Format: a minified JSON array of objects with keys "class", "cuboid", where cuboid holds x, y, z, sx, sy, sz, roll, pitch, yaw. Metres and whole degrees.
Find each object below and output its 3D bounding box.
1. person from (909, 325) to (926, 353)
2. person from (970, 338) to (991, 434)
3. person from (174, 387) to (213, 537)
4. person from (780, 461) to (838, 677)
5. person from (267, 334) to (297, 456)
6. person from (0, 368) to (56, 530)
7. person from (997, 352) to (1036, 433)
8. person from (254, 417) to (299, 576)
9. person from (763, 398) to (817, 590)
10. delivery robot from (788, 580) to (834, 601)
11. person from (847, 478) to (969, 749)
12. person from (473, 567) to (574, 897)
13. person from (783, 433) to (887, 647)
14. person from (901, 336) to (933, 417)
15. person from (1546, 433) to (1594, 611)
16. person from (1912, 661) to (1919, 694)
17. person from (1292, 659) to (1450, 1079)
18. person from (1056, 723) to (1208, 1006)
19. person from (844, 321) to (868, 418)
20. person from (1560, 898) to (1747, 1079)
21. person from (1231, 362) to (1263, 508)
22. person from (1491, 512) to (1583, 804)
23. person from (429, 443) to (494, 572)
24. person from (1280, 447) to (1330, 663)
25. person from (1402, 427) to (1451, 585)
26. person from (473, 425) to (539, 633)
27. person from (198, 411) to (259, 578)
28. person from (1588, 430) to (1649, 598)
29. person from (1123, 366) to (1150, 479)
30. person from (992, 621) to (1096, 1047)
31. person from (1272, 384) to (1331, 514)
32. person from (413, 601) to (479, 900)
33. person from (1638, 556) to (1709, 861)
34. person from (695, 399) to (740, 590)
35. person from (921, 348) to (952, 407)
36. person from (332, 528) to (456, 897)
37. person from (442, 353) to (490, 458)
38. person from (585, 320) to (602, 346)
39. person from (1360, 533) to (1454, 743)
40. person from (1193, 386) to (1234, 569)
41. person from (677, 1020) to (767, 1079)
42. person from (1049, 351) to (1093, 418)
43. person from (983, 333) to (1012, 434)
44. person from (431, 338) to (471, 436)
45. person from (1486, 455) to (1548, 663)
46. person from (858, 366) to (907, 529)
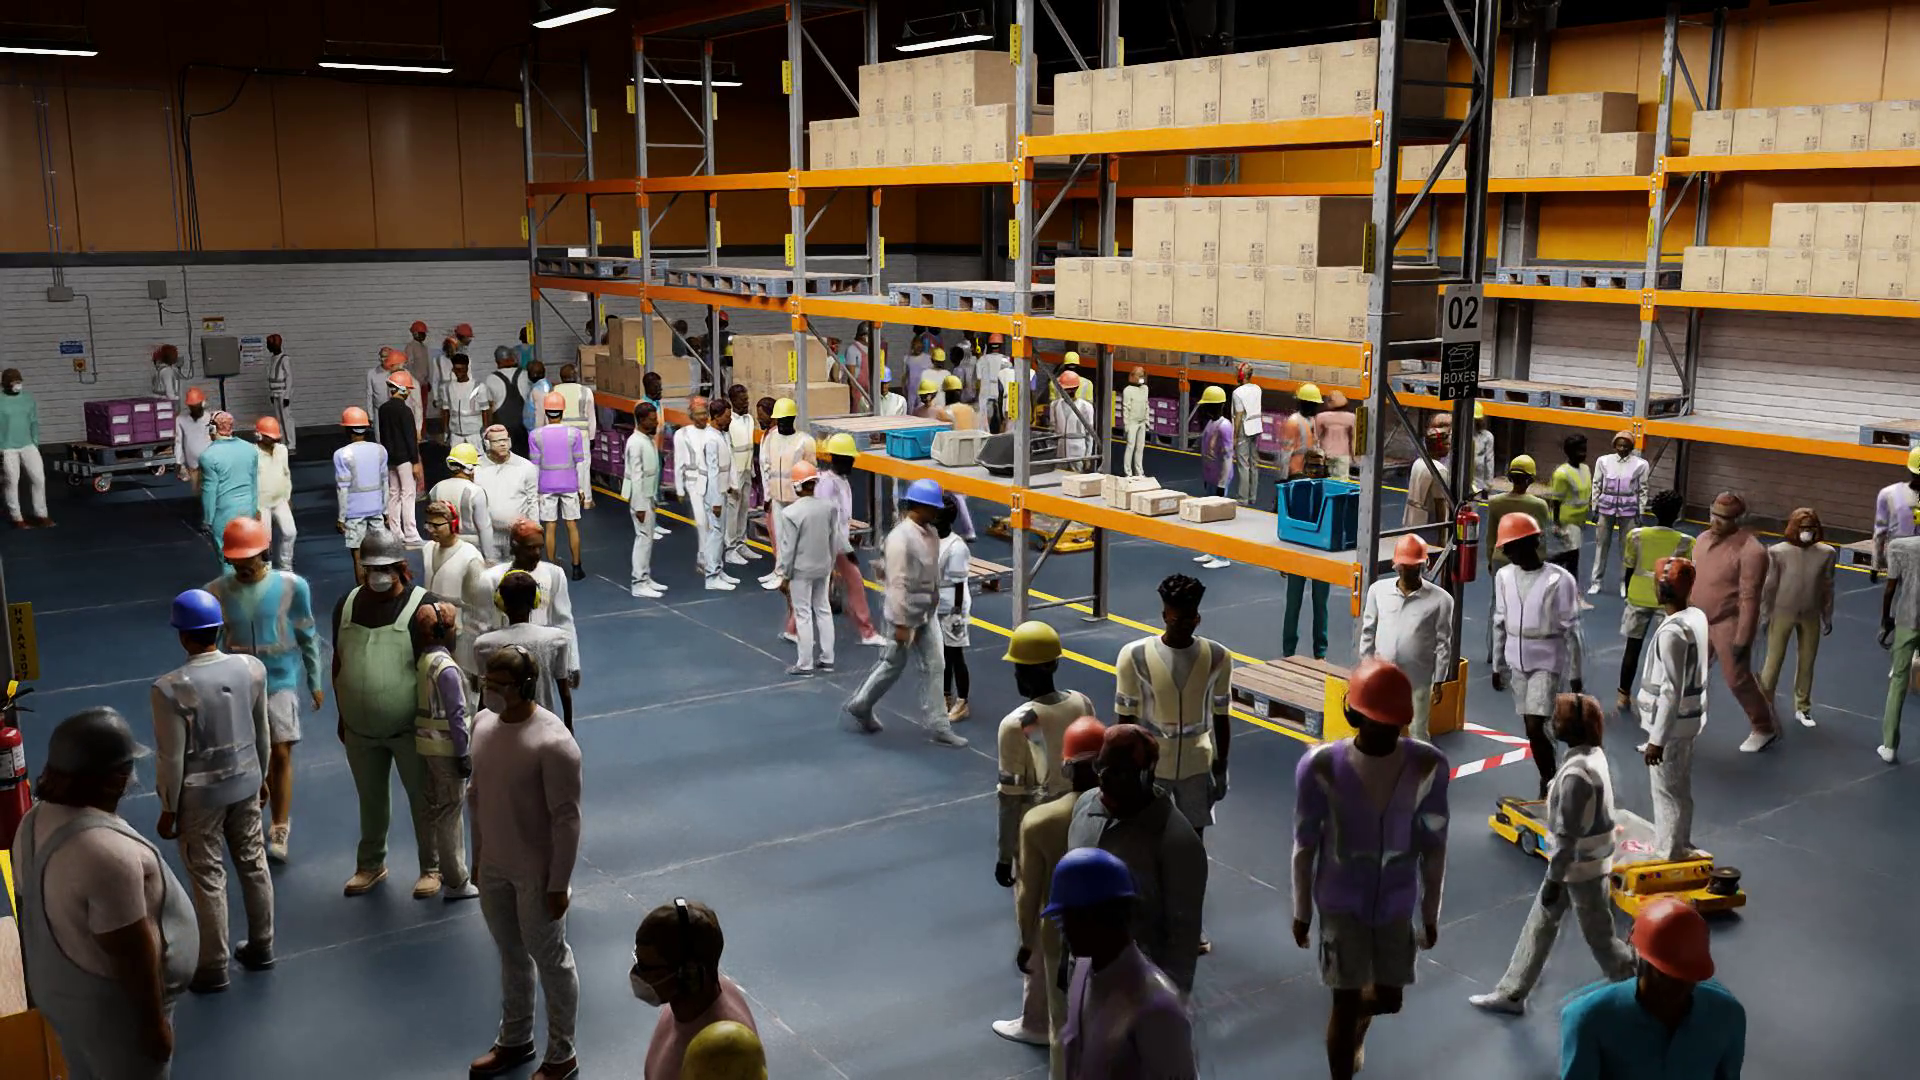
[{"class":"person","cuboid":[-0.719,-3.149,30.532,0.430,1.837,0.620,-3,12,-16]},{"class":"person","cuboid":[0.298,-2.139,25.276,0.334,1.860,0.509,3,11,15]},{"class":"person","cuboid":[-8.867,-0.944,19.485,0.556,1.727,0.766,1,11,4]},{"class":"person","cuboid":[-1.237,0.228,13.426,0.346,1.747,0.572,10,15,42]},{"class":"person","cuboid":[-10.513,-2.243,25.730,0.353,1.886,0.572,-11,15,-43]},{"class":"person","cuboid":[-11.030,-1.052,19.540,0.643,1.919,0.648,7,13,31]},{"class":"person","cuboid":[0.805,-1.807,23.663,0.562,1.828,0.416,3,11,15]},{"class":"person","cuboid":[-6.901,-0.384,16.642,0.498,1.710,0.578,7,13,31]},{"class":"person","cuboid":[-1.691,-0.438,16.382,0.594,1.926,0.367,6,12,27]},{"class":"delivery robot","cuboid":[-1.422,0.353,15.619,0.477,0.478,0.707,-4,12,-17]},{"class":"person","cuboid":[-0.382,0.494,11.671,0.922,1.908,0.621,7,13,31]},{"class":"person","cuboid":[-2.311,1.069,8.829,0.538,1.866,0.313,-5,12,-26]},{"class":"person","cuboid":[-1.091,0.012,14.237,0.964,1.877,0.576,3,12,16]},{"class":"person","cuboid":[-0.669,-2.366,26.574,0.535,1.811,0.685,2,11,11]},{"class":"person","cuboid":[5.744,-0.197,15.810,0.536,1.675,0.724,-9,14,-40]},{"class":"person","cuboid":[7.693,0.379,12.455,0.812,1.842,0.619,5,12,25]},{"class":"person","cuboid":[1.622,1.411,6.712,0.611,2.020,0.762,0,11,-2]},{"class":"person","cuboid":[0.577,1.588,6.061,0.410,1.912,0.643,-9,14,-39]},{"class":"person","cuboid":[-1.486,-2.449,26.383,0.537,2.000,0.675,9,14,37]},{"class":"person","cuboid":[2.065,1.900,4.937,0.595,1.722,0.721,0,11,1]},{"class":"person","cuboid":[3.636,-1.330,21.157,0.395,1.847,0.564,9,14,39]},{"class":"person","cuboid":[3.505,0.779,10.257,0.567,1.884,0.596,-8,14,-36]},{"class":"person","cuboid":[-4.106,0.105,13.874,0.586,1.824,0.403,6,12,26]},{"class":"person","cuboid":[2.860,0.156,13.559,0.506,1.846,0.346,2,11,8]},{"class":"person","cuboid":[4.147,-0.081,14.764,0.397,1.847,0.564,-1,11,-7]},{"class":"person","cuboid":[-3.983,-0.052,14.450,0.651,1.912,0.409,-3,11,-14]},{"class":"person","cuboid":[-6.818,-0.251,15.482,0.407,1.910,0.638,4,12,21]},{"class":"person","cuboid":[6.411,-0.259,16.210,0.511,1.640,0.308,5,12,26]},{"class":"person","cuboid":[2.454,-1.608,23.160,0.506,1.624,0.288,-10,15,-43]},{"class":"person","cuboid":[0.360,1.307,7.492,0.409,1.918,0.585,10,15,41]},{"class":"person","cuboid":[3.788,-0.779,18.299,1.009,1.863,0.594,6,13,28]},{"class":"person","cuboid":[-2.812,1.140,9.046,0.307,1.641,0.514,-9,15,-40]},{"class":"person","cuboid":[3.867,1.015,9.064,0.349,1.881,0.577,8,14,35]},{"class":"person","cuboid":[-2.425,-0.451,16.516,0.398,1.908,0.599,-1,11,-3]},{"class":"person","cuboid":[-0.359,-2.005,24.873,0.531,1.743,0.618,-5,12,-25]},{"class":"person","cuboid":[-3.107,0.941,9.034,0.682,2.000,0.537,1,11,7]},{"class":"person","cuboid":[-6.319,-1.409,21.254,0.614,1.963,0.361,1,11,7]},{"class":"person","cuboid":[-6.223,-2.821,28.575,0.368,1.933,0.627,-3,11,-15]},{"class":"person","cuboid":[2.769,0.818,10.396,0.563,1.754,0.321,6,13,28]},{"class":"person","cuboid":[2.681,-0.659,17.518,0.388,1.926,0.590,-1,11,-6]},{"class":"person","cuboid":[-0.607,2.040,4.209,0.491,1.732,0.324,3,11,15]},{"class":"person","cuboid":[1.464,-1.530,22.015,0.581,1.919,0.408,0,11,-1]},{"class":"person","cuboid":[0.541,-2.216,25.490,0.543,1.929,0.387,3,12,16]},{"class":"person","cuboid":[-7.807,-2.183,25.559,0.577,1.829,0.998,-2,11,-8]},{"class":"person","cuboid":[4.575,0.177,13.678,0.339,1.761,0.524,-11,15,-44]},{"class":"person","cuboid":[-0.913,-1.088,19.659,0.605,1.948,0.388,-2,11,-12]}]
